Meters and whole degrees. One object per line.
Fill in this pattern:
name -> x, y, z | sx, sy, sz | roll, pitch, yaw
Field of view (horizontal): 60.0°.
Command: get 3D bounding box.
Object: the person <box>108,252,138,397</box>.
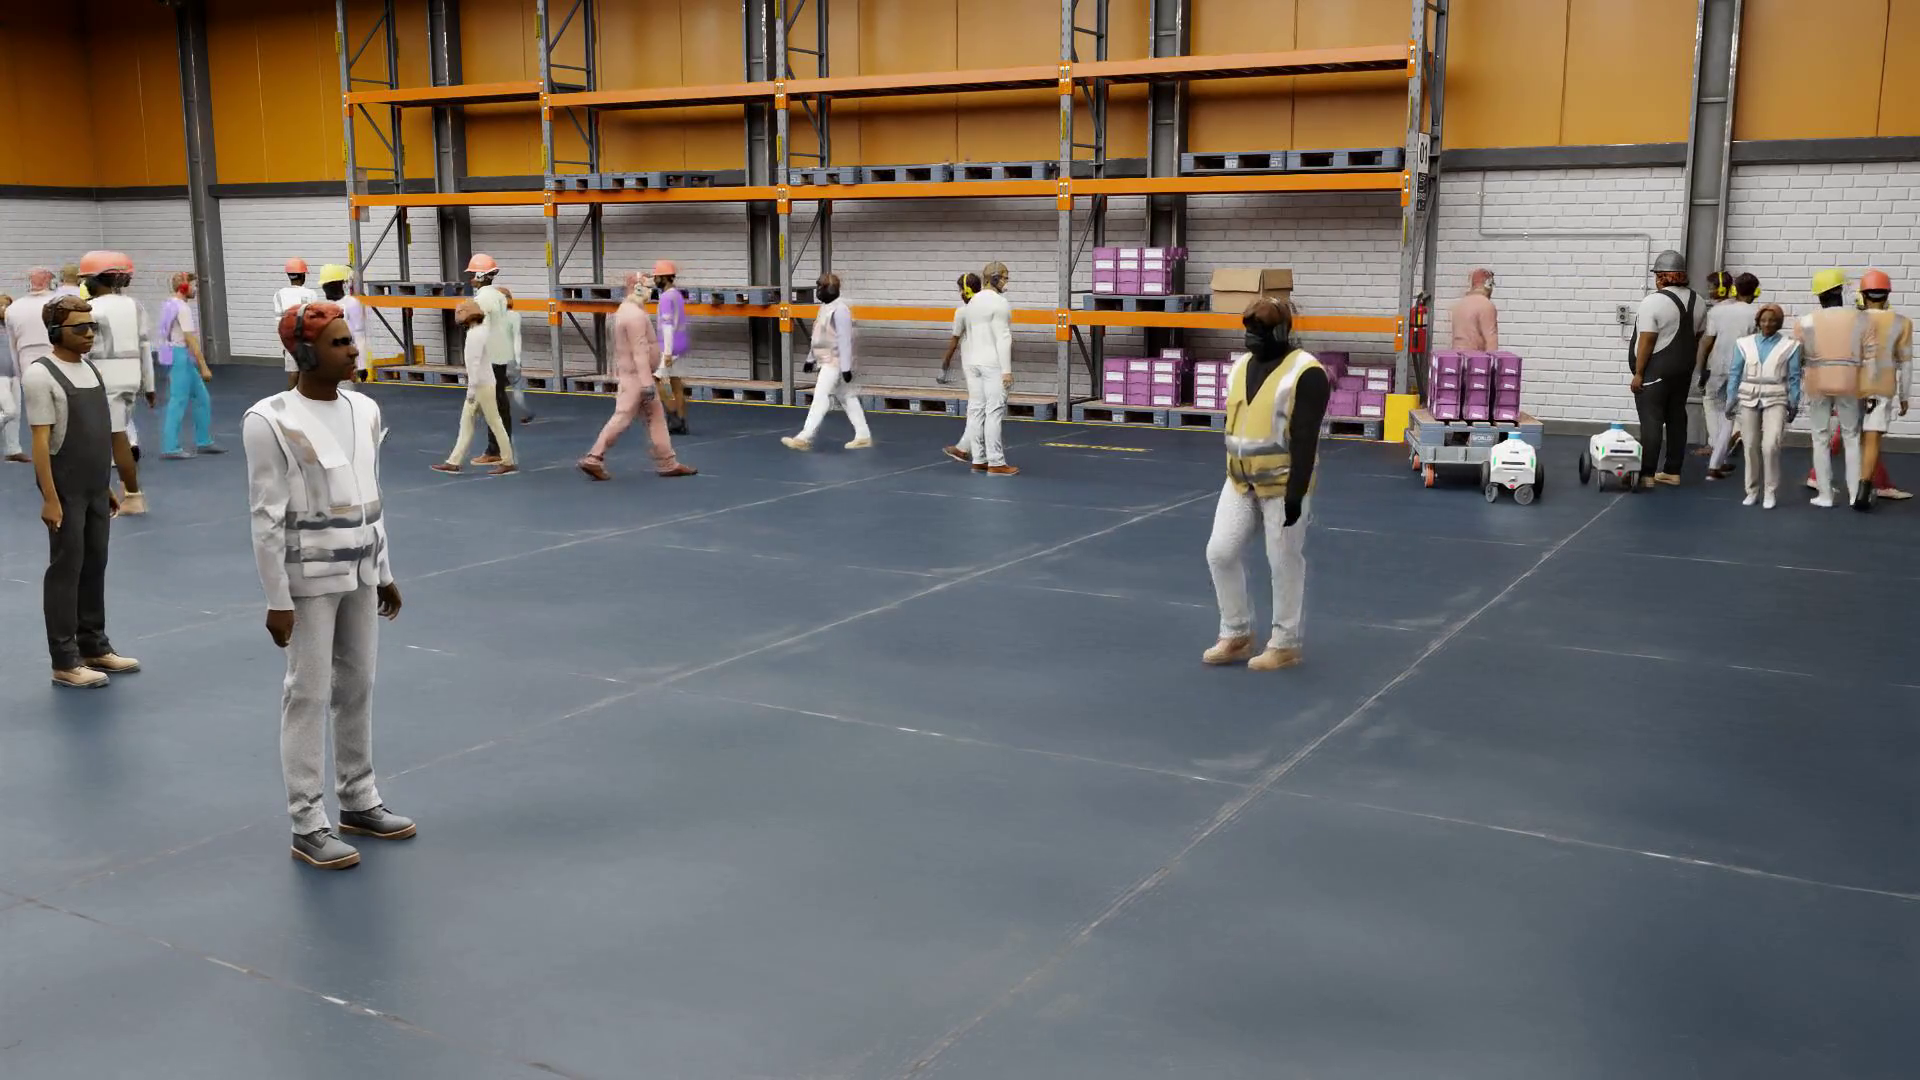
person -> -8.418, -1.852, 16.574 | 0.580, 2.010, 0.639 | -2, 10, -11

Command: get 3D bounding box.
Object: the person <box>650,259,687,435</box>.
person -> -3.215, -2.096, 18.194 | 0.452, 1.921, 0.579 | 1, 10, 6

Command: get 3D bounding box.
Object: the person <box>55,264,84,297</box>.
person -> -9.204, -1.914, 17.295 | 0.633, 1.874, 1.010 | -6, 12, -30

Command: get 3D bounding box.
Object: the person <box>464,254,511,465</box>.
person -> -4.475, -1.705, 15.779 | 0.378, 1.995, 0.609 | 1, 10, 4

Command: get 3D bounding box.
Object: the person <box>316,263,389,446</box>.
person -> -6.027, -1.770, 16.412 | 0.595, 1.906, 0.552 | 9, 14, 43

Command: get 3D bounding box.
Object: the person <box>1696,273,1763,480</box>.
person -> 6.921, -1.459, 14.843 | 0.830, 1.826, 0.523 | -10, 14, -44

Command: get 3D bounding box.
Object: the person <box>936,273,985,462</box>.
person -> 0.116, -1.586, 15.630 | 0.942, 1.814, 0.493 | 9, 14, 43

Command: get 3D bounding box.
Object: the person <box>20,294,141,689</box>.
person -> -4.168, -0.231, 7.858 | 0.326, 1.843, 0.516 | 1, 10, 4

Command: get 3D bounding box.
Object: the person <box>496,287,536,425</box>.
person -> -5.158, -2.065, 18.912 | 0.516, 1.588, 0.855 | 2, 10, 12

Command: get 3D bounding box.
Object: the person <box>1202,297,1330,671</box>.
person -> 1.446, -0.250, 8.040 | 0.566, 1.826, 0.629 | -8, 13, -37

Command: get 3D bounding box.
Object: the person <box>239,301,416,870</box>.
person -> -2.120, 0.148, 5.612 | 0.349, 1.879, 0.584 | 4, 11, 20

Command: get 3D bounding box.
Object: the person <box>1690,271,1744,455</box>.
person -> 7.468, -1.706, 16.265 | 0.582, 1.829, 0.552 | -6, 11, -29

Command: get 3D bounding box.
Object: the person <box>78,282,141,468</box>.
person -> -7.944, -1.534, 15.492 | 0.397, 1.746, 0.561 | 9, 13, 42

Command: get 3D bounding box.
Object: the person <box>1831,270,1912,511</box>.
person -> 7.186, -1.186, 13.167 | 0.561, 1.898, 0.993 | 6, 12, 32

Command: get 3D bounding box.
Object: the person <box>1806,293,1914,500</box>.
person -> 7.466, -1.213, 13.724 | 0.799, 1.732, 0.528 | 6, 12, 30

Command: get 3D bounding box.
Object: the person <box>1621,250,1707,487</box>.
person -> 6.036, -1.479, 14.372 | 0.683, 2.000, 0.537 | -5, 11, -25

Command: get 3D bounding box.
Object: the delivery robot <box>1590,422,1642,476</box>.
delivery robot -> 5.624, -0.768, 14.268 | 0.477, 0.478, 0.707 | 2, 10, 13

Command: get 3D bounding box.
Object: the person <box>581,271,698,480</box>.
person -> -2.898, -1.455, 14.766 | 1.007, 1.862, 0.654 | -2, 10, -11

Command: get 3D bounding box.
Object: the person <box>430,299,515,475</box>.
person -> -4.413, -1.359, 14.936 | 0.801, 1.580, 0.527 | -4, 11, -20

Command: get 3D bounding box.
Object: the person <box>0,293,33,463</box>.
person -> -9.077, -1.531, 15.821 | 0.363, 1.621, 0.516 | 1, 10, 7

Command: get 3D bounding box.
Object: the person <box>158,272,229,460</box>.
person -> -7.472, -1.693, 16.224 | 0.755, 1.817, 0.595 | -6, 12, -31

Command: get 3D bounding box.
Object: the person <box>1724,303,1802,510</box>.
person -> 6.330, -1.051, 13.148 | 0.517, 1.620, 0.539 | 8, 13, 40

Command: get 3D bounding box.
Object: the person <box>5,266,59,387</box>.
person -> -8.064, -1.472, 14.770 | 0.666, 1.886, 0.515 | -1, 10, -7

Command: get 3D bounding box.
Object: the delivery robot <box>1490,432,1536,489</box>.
delivery robot -> 4.508, -0.639, 13.553 | 0.477, 0.478, 0.707 | 3, 11, 18

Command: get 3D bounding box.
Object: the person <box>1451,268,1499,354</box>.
person -> 4.909, -1.689, 16.066 | 0.871, 1.861, 0.691 | -1, 10, -4

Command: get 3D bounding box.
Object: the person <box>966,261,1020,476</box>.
person -> 0.285, -1.544, 15.044 | 0.370, 1.934, 0.627 | -5, 11, -28

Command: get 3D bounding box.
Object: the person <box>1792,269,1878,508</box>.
person -> 6.931, -1.200, 13.229 | 0.639, 1.892, 0.399 | 5, 11, 25

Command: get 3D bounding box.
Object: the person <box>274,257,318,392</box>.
person -> -7.584, -2.276, 19.162 | 0.545, 1.942, 0.349 | 2, 10, 9

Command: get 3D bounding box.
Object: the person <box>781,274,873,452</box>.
person -> -1.318, -1.784, 16.821 | 0.985, 1.793, 0.639 | -2, 10, -14

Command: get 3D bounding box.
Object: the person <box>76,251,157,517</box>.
person -> -6.539, -1.179, 12.707 | 0.641, 2.022, 0.644 | 3, 11, 18
